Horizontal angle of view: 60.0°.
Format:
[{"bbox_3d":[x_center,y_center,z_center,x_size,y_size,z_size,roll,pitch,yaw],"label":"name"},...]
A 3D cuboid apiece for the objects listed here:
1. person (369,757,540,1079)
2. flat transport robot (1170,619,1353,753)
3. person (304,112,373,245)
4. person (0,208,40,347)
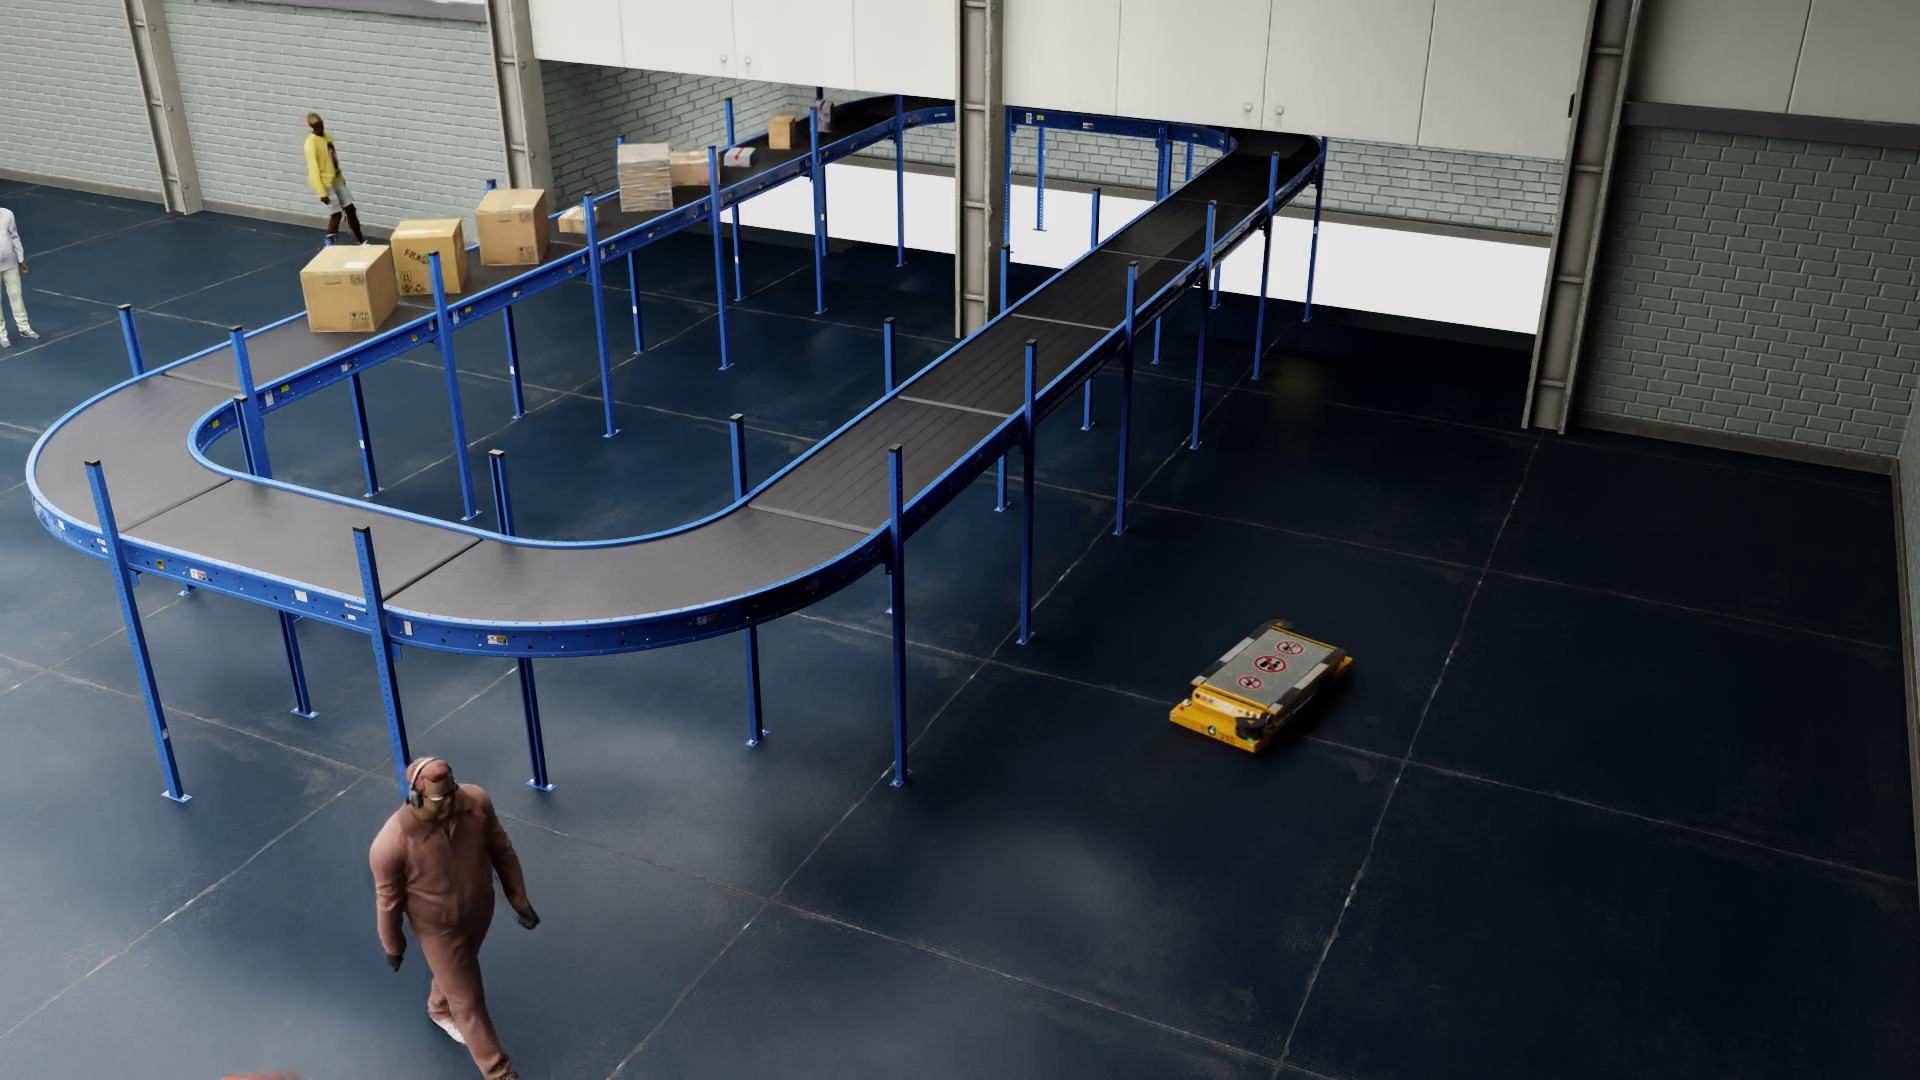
[{"bbox_3d":[-2.390,1.834,8.007,1.034,1.843,0.643,16,30,28],"label":"person"},{"bbox_3d":[2.103,0.988,11.486,0.659,0.231,1.431,19,32,33],"label":"flat transport robot"},{"bbox_3d":[-7.639,-4.362,20.486,0.672,1.849,0.610,2,26,5],"label":"person"},{"bbox_3d":[-10.257,-2.960,17.768,0.333,1.752,0.562,18,32,32],"label":"person"}]
